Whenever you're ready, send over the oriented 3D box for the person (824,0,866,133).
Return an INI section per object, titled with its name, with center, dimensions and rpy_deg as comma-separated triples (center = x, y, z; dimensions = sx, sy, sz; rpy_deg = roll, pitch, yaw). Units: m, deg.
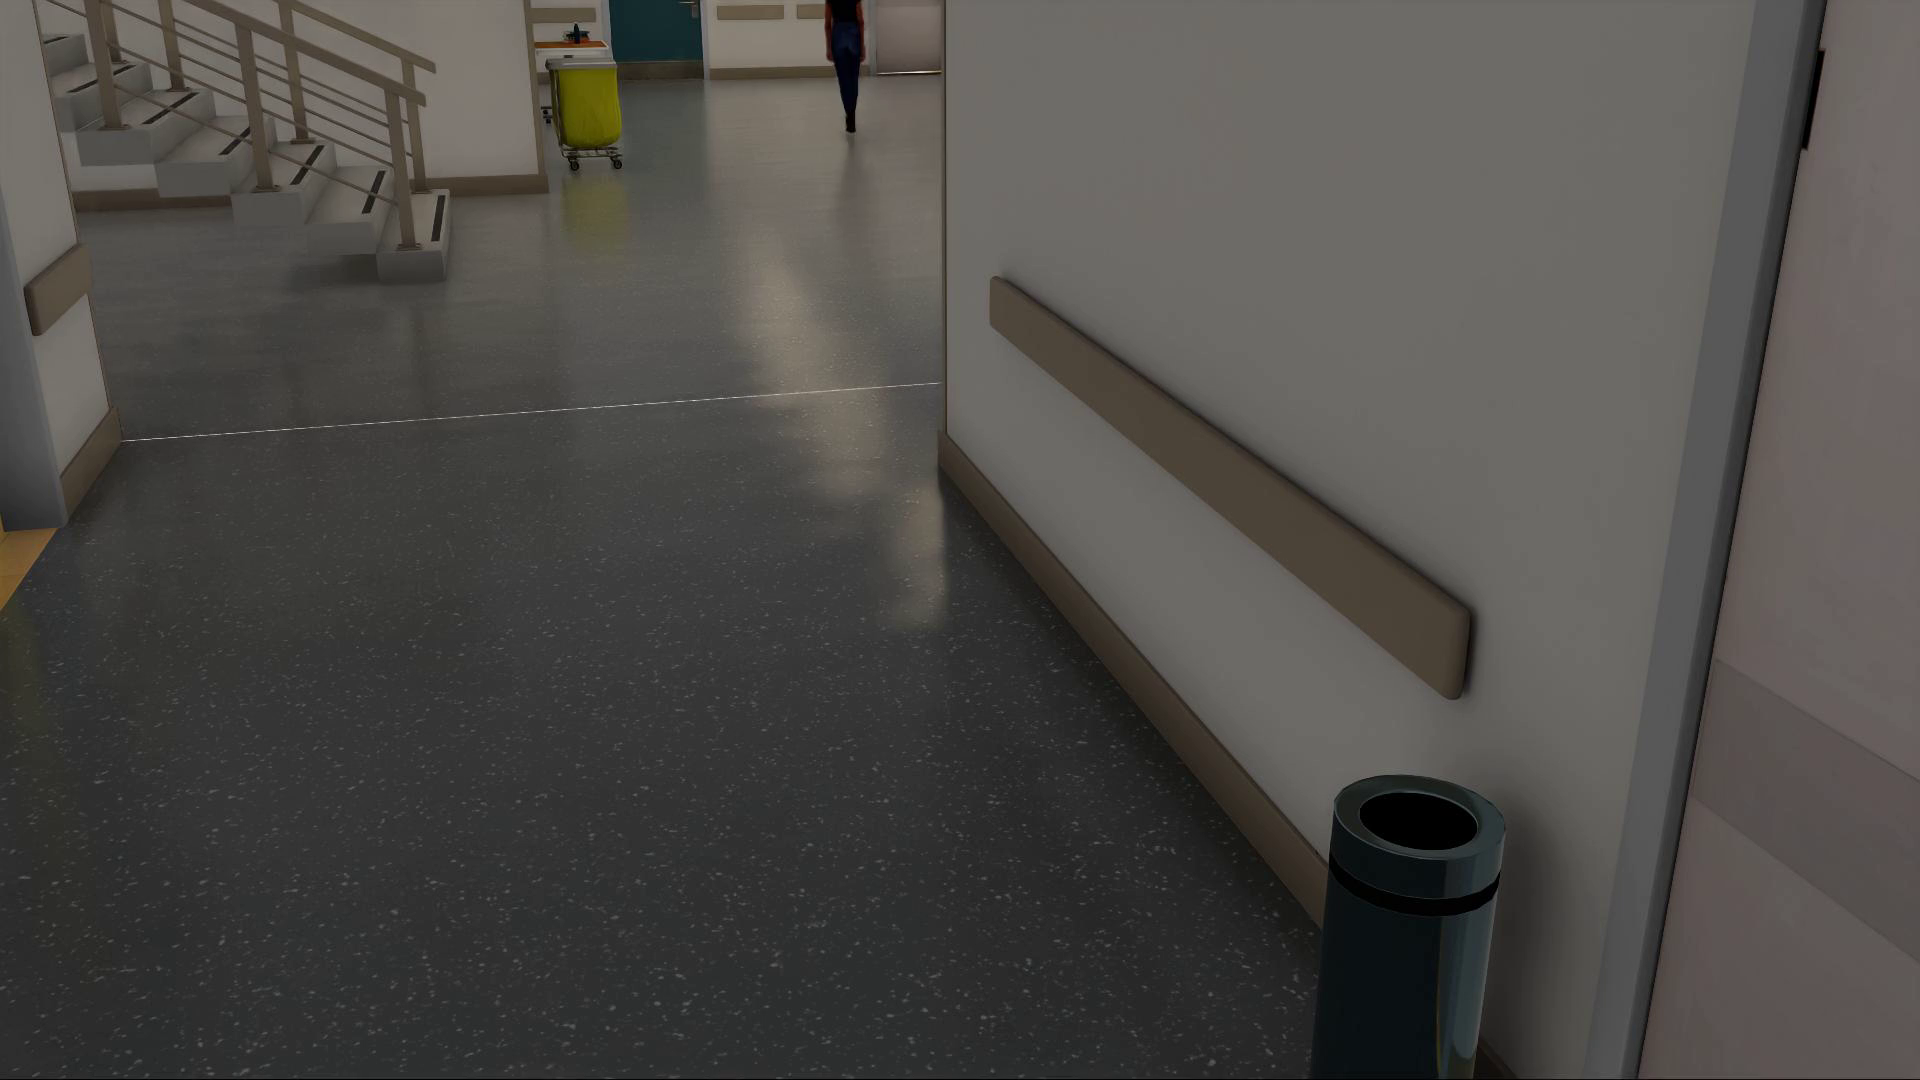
[person]
center = -1.179, -5.126, 17.432
dimensions = 0.973, 1.693, 0.665
rpy_deg = -3, 21, -7
